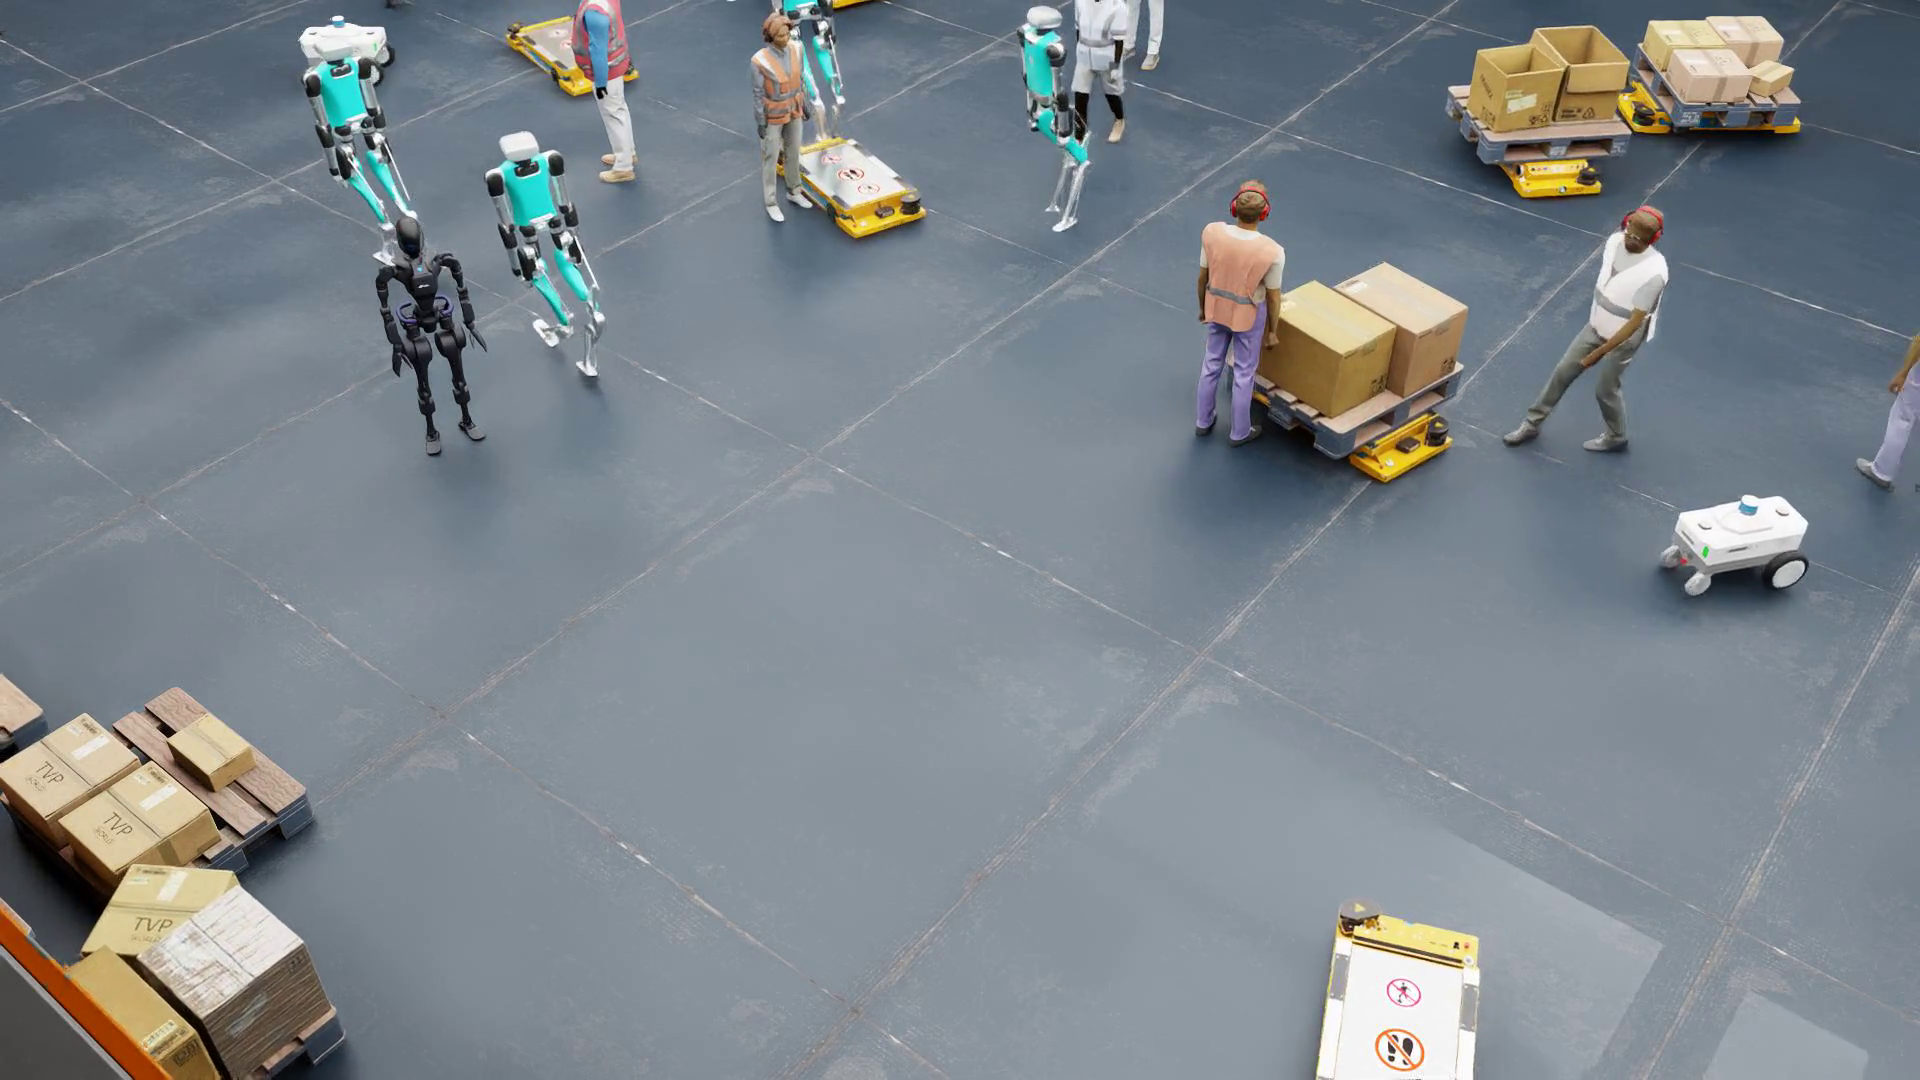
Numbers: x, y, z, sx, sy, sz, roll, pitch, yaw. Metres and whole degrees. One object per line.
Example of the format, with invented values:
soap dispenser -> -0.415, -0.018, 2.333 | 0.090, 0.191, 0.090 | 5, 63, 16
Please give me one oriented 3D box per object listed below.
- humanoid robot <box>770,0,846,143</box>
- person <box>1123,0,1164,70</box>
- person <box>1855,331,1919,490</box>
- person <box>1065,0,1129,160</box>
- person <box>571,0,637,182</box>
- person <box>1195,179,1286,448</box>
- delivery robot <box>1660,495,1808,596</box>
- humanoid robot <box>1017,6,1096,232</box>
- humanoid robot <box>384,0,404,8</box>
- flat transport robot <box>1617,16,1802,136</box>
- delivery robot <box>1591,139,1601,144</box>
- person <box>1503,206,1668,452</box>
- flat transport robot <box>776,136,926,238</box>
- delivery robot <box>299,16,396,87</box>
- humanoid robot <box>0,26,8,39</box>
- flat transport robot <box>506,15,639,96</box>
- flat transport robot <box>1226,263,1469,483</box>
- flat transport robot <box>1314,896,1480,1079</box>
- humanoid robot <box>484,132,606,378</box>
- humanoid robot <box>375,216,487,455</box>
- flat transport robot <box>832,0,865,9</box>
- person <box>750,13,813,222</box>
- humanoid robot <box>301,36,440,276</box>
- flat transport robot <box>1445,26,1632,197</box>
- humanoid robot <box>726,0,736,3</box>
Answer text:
humanoid robot -> -1.205, -4.023, 13.687 | 0.555, 1.772, 0.795 | -18, 43, -20
person -> 1.670, -5.170, 14.913 | 0.583, 1.882, 0.337 | 21, 45, 23
person -> 5.997, -1.024, 10.080 | 0.601, 1.820, 0.510 | -11, 42, -12
person -> 1.156, -3.956, 13.682 | 0.525, 1.673, 0.799 | 22, 45, 24
person -> -2.862, -3.773, 13.314 | 0.431, 1.838, 0.628 | -3, 40, -4
person -> 1.744, -1.399, 10.504 | 0.568, 1.848, 0.385 | 24, 46, 26
delivery robot -> 4.622, 0.001, 9.871 | 0.815, 0.614, 0.499 | -9, 41, -11
humanoid robot -> 0.800, -3.264, 12.775 | 0.683, 1.775, 0.530 | -21, 45, -23
humanoid robot -> -5.701, -6.034, 16.125 | 0.740, 1.630, 0.618 | 27, 47, 28
flat transport robot -> 6.517, -3.781, 14.525 | 1.431, 0.231, 0.659 | 0, 40, 0
delivery robot -> 5.185, -3.700, 14.217 | 0.499, 0.603, 0.794 | -11, 42, -13
person -> 4.036, -1.277, 10.406 | 0.786, 1.793, 0.565 | -11, 42, -12
flat transport robot -> -0.925, -2.900, 13.490 | 0.659, 0.231, 1.431 | -22, 45, -24
delivery robot -> -5.552, -4.448, 15.092 | 0.784, 0.599, 0.499 | 0, 40, 0
humanoid robot -> -9.384, -5.400, 15.345 | 0.633, 1.638, 0.354 | -28, 48, -29
flat transport robot -> -3.601, -4.509, 15.383 | 0.659, 0.231, 1.431 | -25, 46, -27
flat transport robot -> 2.532, -0.909, 11.147 | 0.659, 0.231, 1.431 | -27, 47, -28
flat transport robot -> 1.941, 2.262, 7.417 | 0.659, 0.231, 1.431 | 11, 42, 12
humanoid robot -> -2.712, -1.826, 11.100 | 0.563, 1.737, 1.033 | -23, 45, -25
humanoid robot -> -3.329, -1.305, 10.518 | 0.599, 1.653, 0.315 | -20, 44, -22
flat transport robot -> -1.398, -5.762, 16.857 | 0.659, 0.231, 1.431 | -24, 46, -26
person -> -1.380, -3.281, 12.879 | 0.308, 1.636, 0.521 | 33, 50, 32
humanoid robot -> -4.229, -2.686, 12.169 | 0.860, 1.856, 0.548 | 28, 48, 29
flat transport robot -> 4.801, -3.309, 13.971 | 0.659, 0.231, 1.431 | -4, 41, -5
humanoid robot -> -2.079, -6.232, 16.286 | 0.811, 1.790, 0.530 | -29, 48, -30
